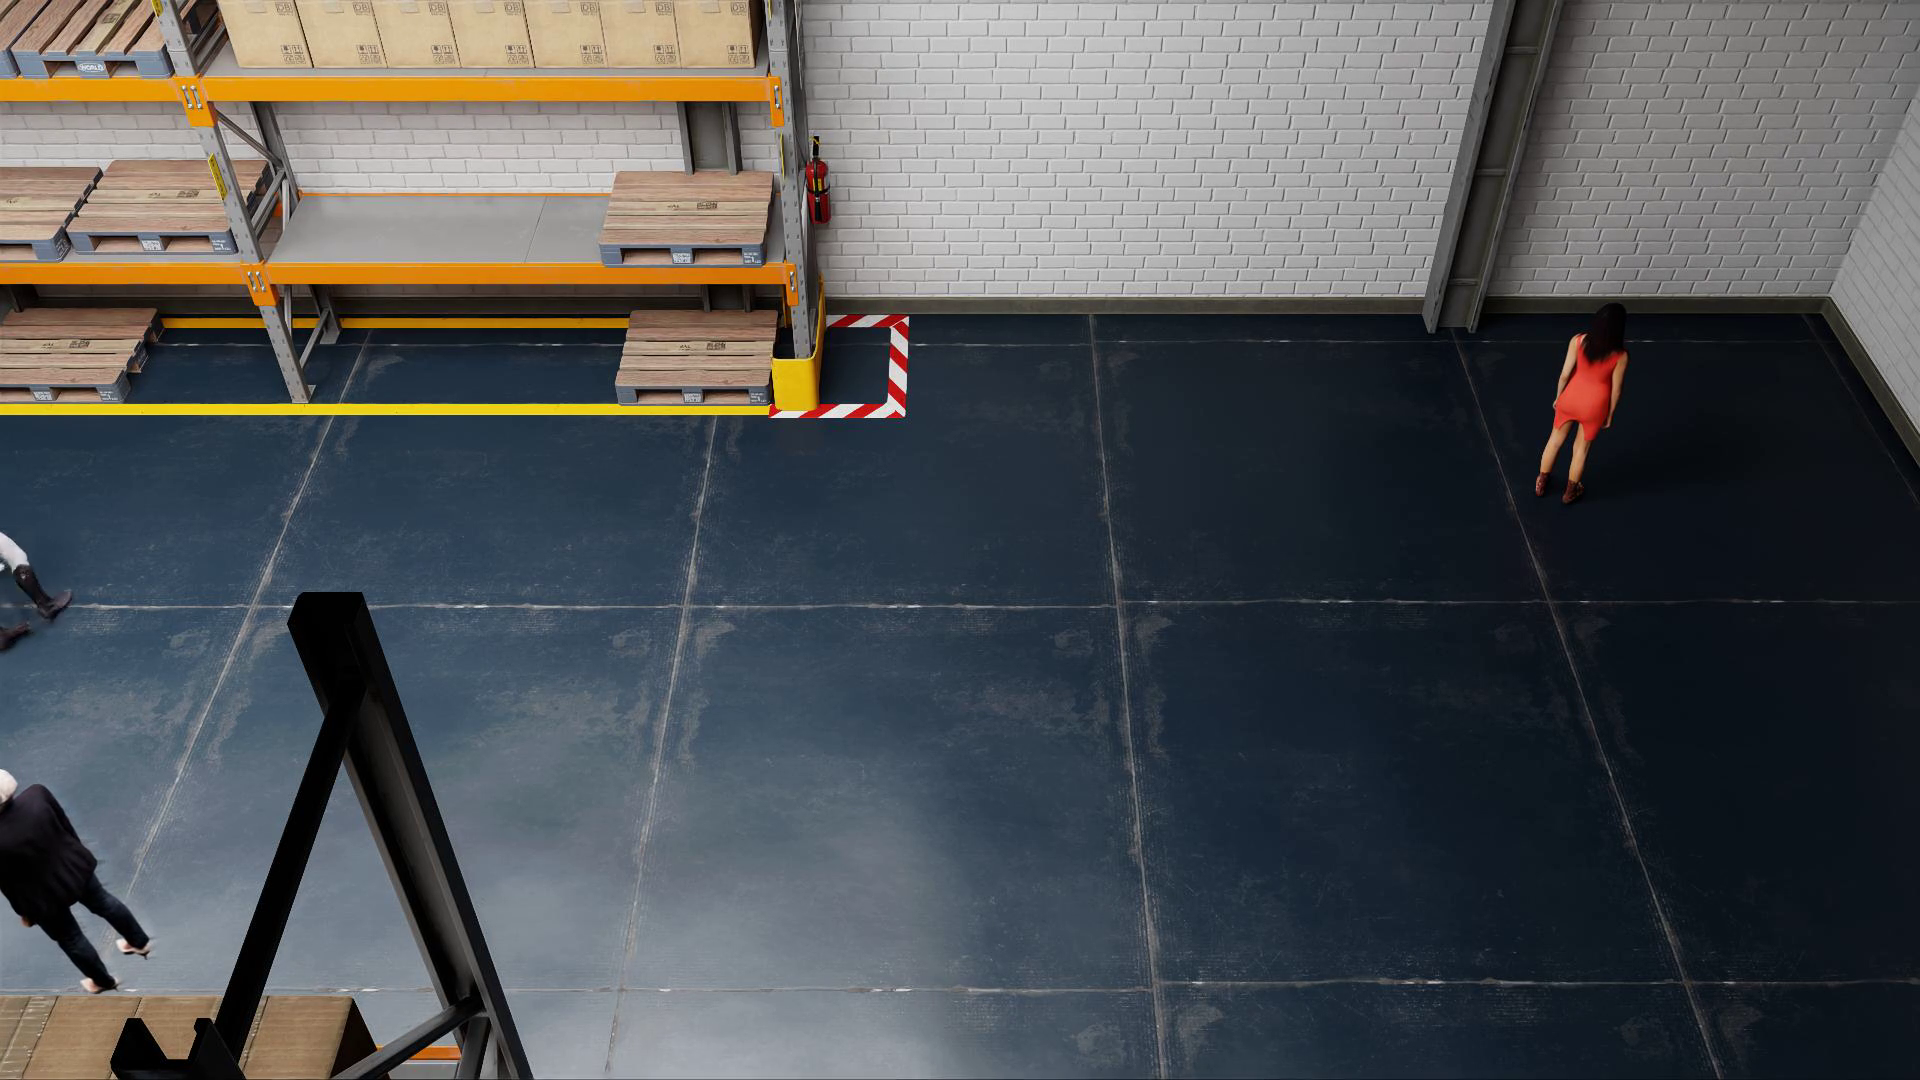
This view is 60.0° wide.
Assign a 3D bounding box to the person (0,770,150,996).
[{"bbox_3d":[-4.487,1.661,8.279,0.687,1.780,0.782,12,45,12],"label":"person"}]

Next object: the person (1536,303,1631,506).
[{"bbox_3d":[4.409,-0.960,11.760,0.624,1.719,0.728,22,48,22],"label":"person"}]
